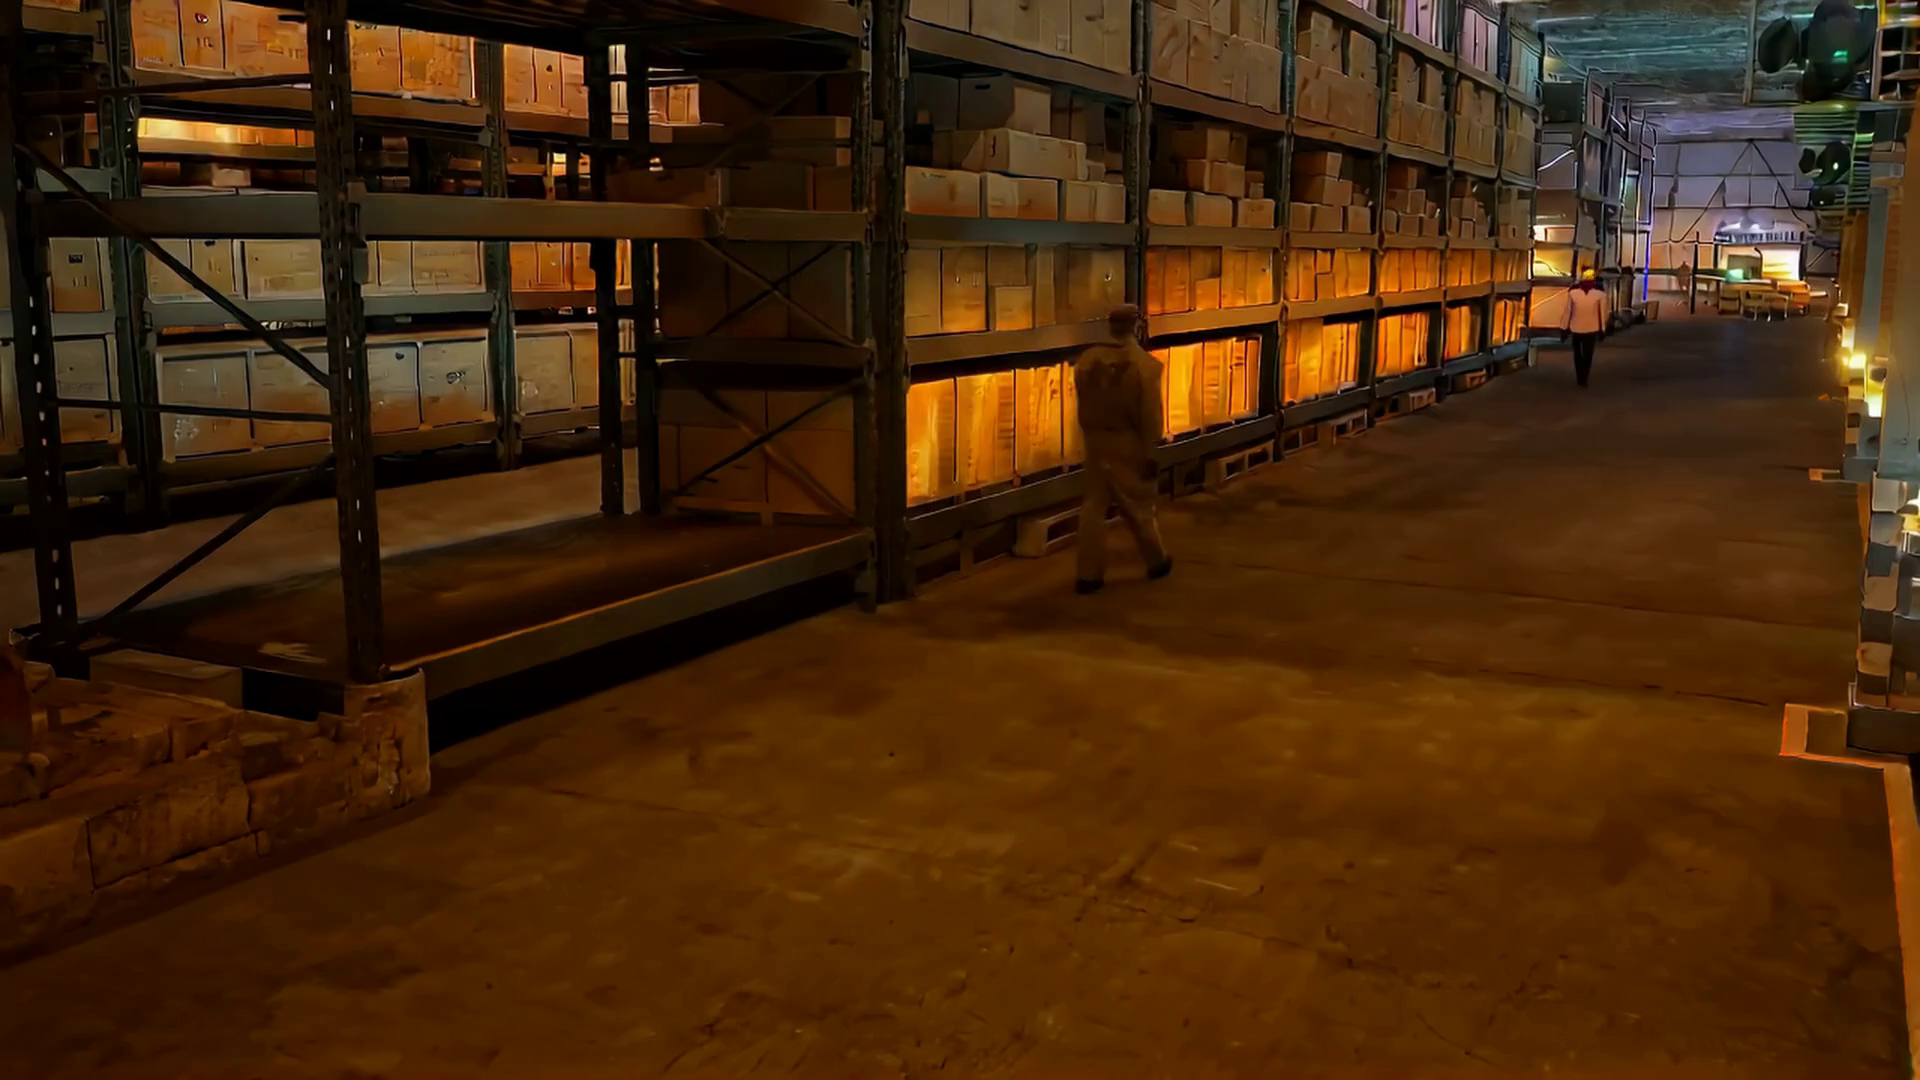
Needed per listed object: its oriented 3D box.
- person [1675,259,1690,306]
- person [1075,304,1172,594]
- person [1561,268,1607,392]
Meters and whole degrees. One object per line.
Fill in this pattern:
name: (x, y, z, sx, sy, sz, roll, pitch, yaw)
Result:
person: (29.424, -10.475, 67.749, 0.367, 1.931, 0.629, -4, 11, -22)
person: (1.053, -0.595, 10.770, 0.650, 1.850, 1.030, 6, 11, 31)
person: (9.817, -3.307, 26.223, 0.649, 1.937, 1.046, 5, 11, 28)
